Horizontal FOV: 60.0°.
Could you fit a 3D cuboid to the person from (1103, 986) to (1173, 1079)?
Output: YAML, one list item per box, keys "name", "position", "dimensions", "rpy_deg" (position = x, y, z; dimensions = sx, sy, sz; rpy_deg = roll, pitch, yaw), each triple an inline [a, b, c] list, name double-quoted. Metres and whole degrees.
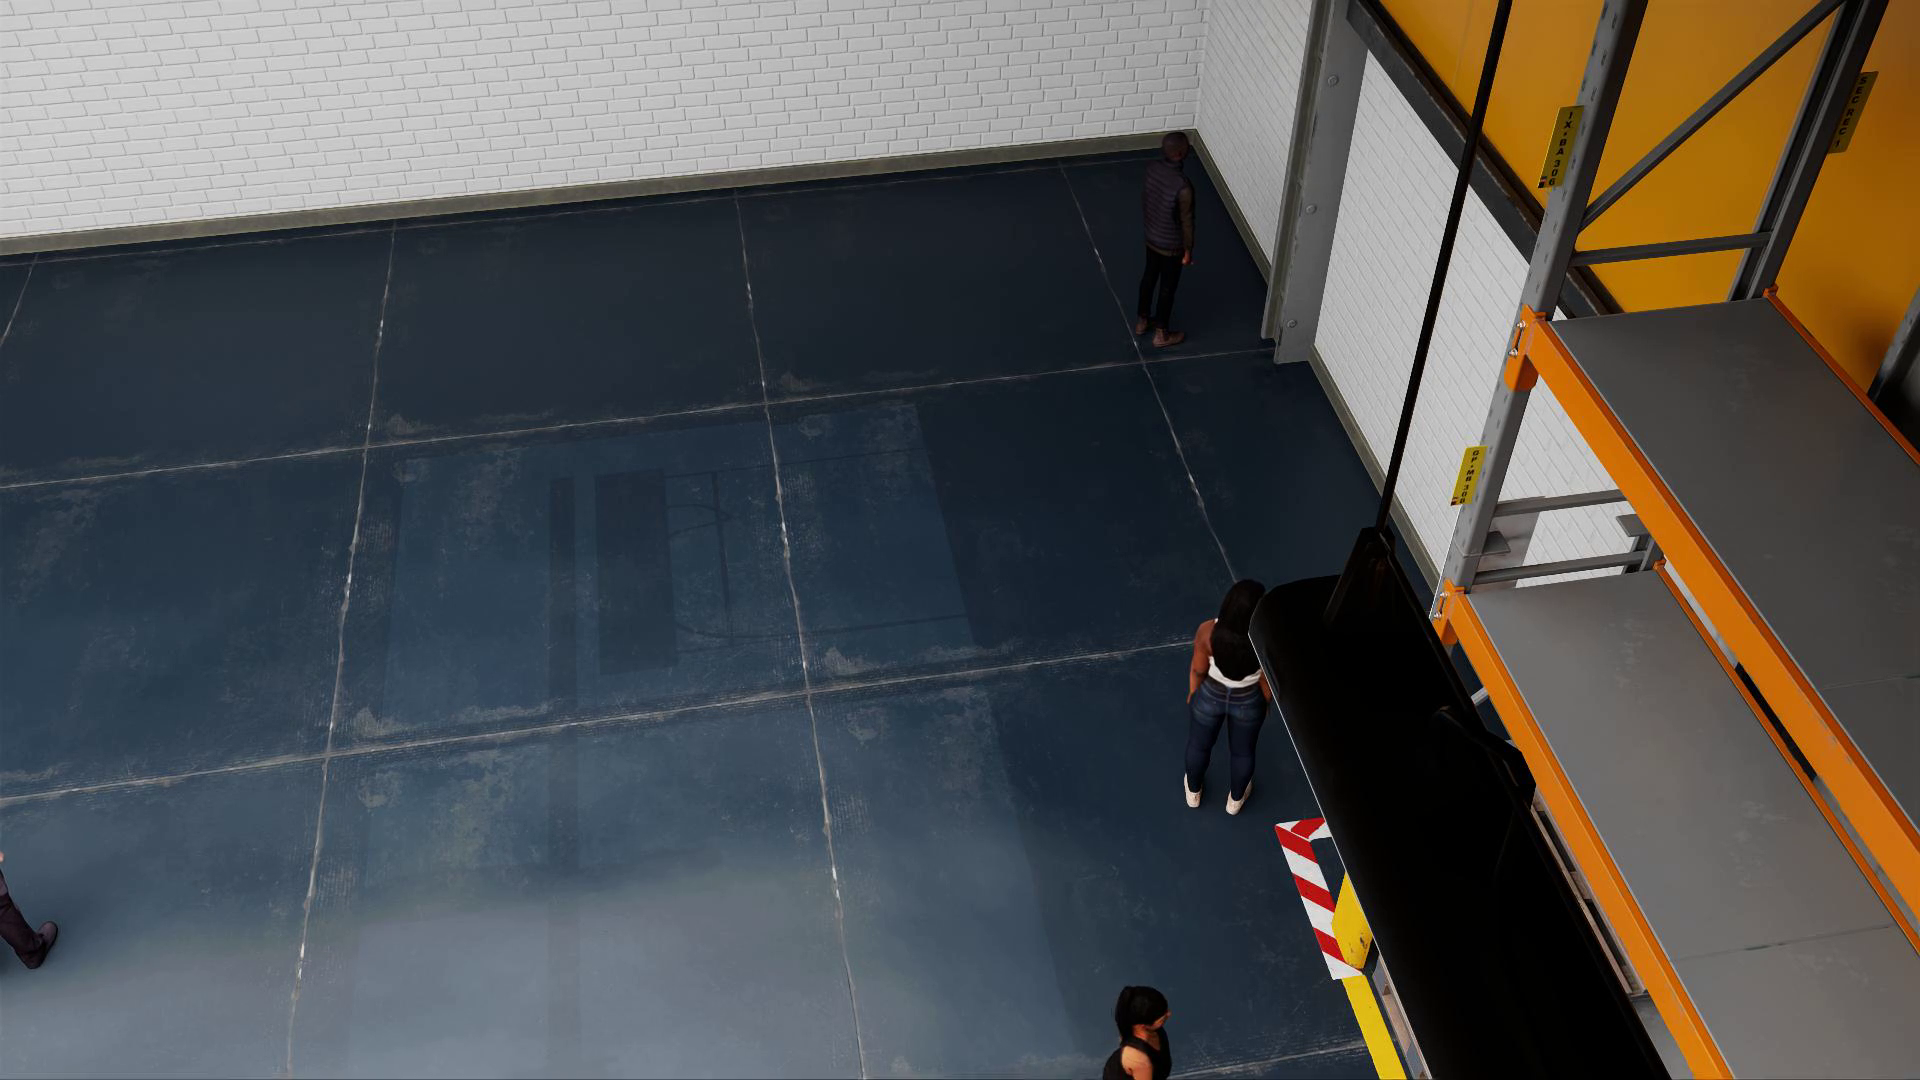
- name: "person"
  position: [0.807, 2.579, 7.820]
  dimensions: [0.656, 1.667, 0.459]
  rpy_deg: [-4, 44, -4]

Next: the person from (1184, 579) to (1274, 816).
- name: "person"
  position: [1.536, 0.904, 9.476]
  dimensions: [0.738, 1.809, 0.743]
  rpy_deg: [10, 45, 11]

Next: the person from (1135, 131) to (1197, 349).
- name: "person"
  position: [1.586, -2.333, 12.854]
  dimensions: [0.838, 1.836, 0.667]
  rpy_deg: [-25, 49, -24]
